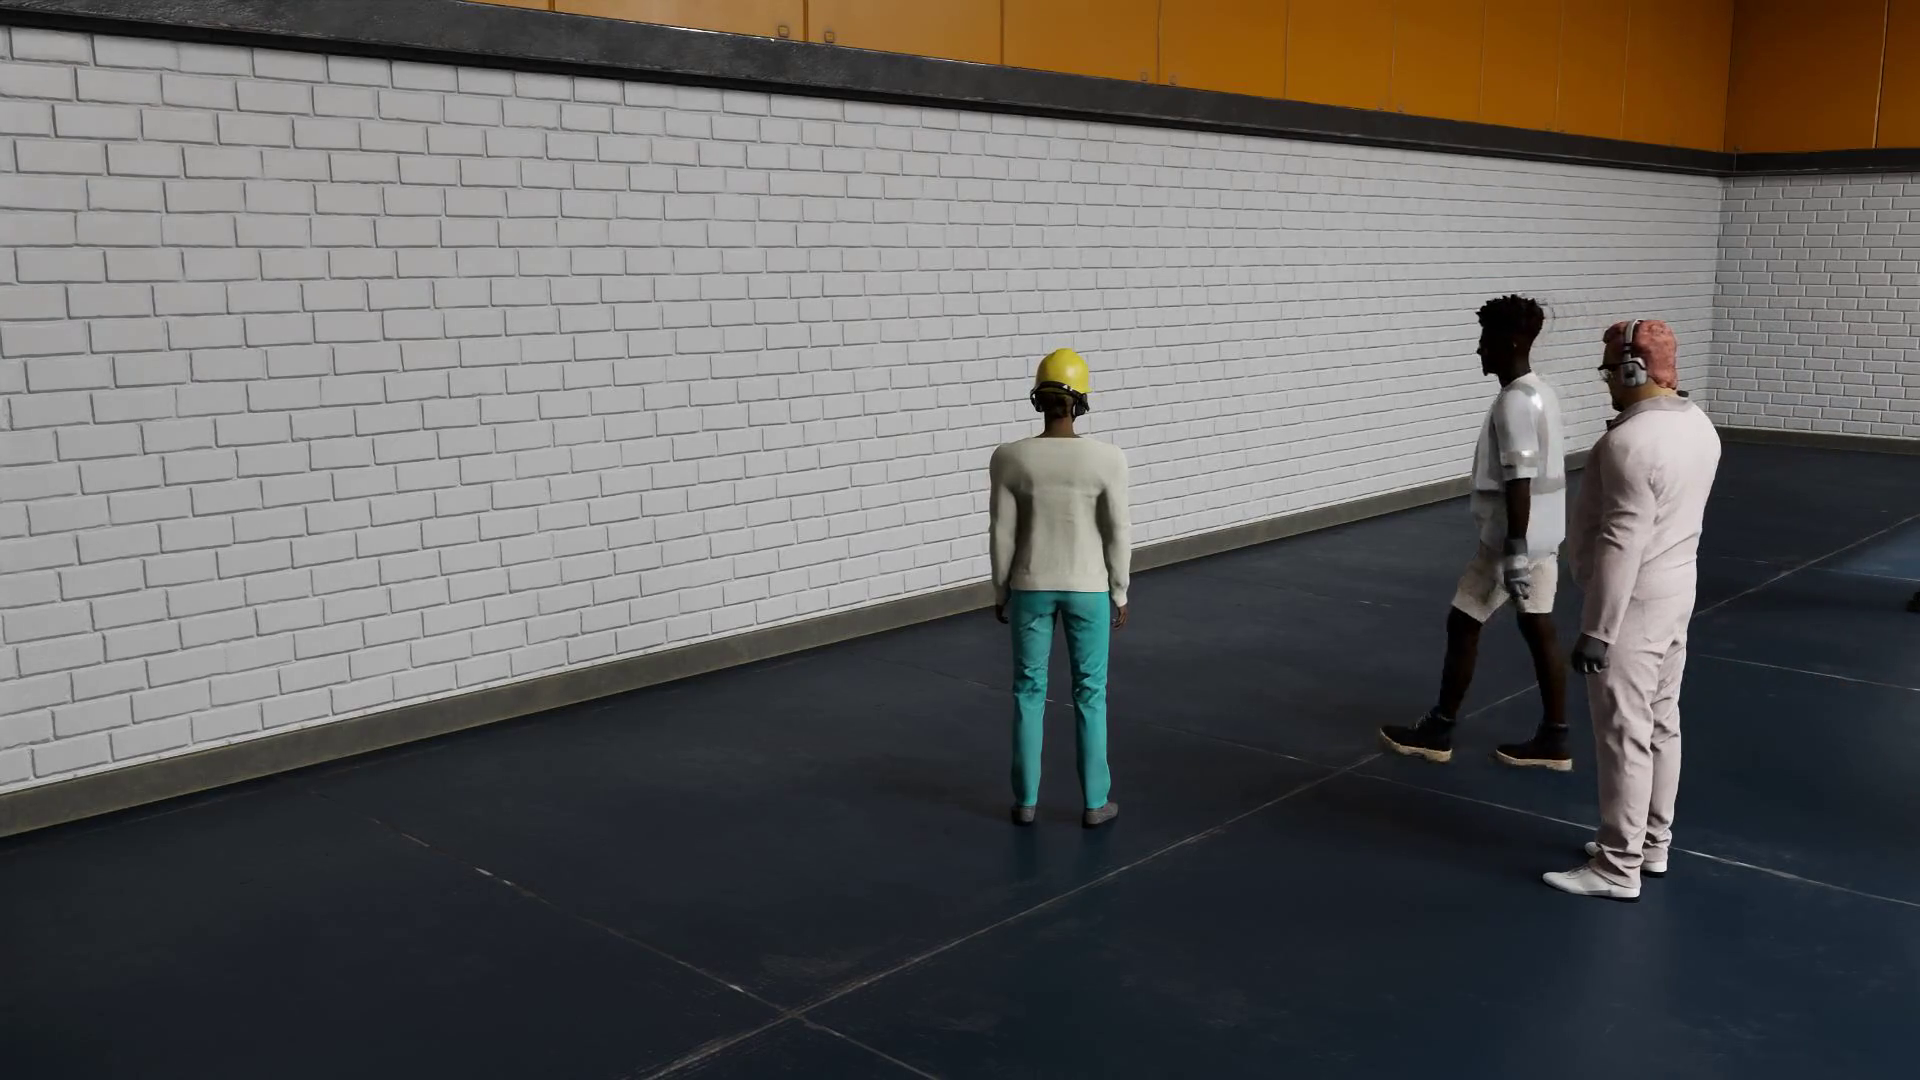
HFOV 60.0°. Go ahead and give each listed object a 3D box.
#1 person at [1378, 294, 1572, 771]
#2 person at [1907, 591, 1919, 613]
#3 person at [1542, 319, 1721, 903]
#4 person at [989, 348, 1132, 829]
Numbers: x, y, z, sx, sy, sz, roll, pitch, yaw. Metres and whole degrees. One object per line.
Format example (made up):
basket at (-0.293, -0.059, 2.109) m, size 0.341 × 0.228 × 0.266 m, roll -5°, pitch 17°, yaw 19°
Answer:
person at (2.151, -0.030, 6.833) m, size 0.876 × 1.932 × 0.633 m, roll 6°, pitch 12°, yaw 32°
person at (5.759, -0.524, 9.667) m, size 0.377 × 1.932 × 0.552 m, roll 8°, pitch 12°, yaw 37°
person at (2.191, 0.232, 5.464) m, size 0.407 × 1.902 × 0.638 m, roll 9°, pitch 14°, yaw 42°
person at (0.367, 0.187, 6.100) m, size 0.522 × 1.768 × 0.312 m, roll 2°, pitch 10°, yaw 10°
